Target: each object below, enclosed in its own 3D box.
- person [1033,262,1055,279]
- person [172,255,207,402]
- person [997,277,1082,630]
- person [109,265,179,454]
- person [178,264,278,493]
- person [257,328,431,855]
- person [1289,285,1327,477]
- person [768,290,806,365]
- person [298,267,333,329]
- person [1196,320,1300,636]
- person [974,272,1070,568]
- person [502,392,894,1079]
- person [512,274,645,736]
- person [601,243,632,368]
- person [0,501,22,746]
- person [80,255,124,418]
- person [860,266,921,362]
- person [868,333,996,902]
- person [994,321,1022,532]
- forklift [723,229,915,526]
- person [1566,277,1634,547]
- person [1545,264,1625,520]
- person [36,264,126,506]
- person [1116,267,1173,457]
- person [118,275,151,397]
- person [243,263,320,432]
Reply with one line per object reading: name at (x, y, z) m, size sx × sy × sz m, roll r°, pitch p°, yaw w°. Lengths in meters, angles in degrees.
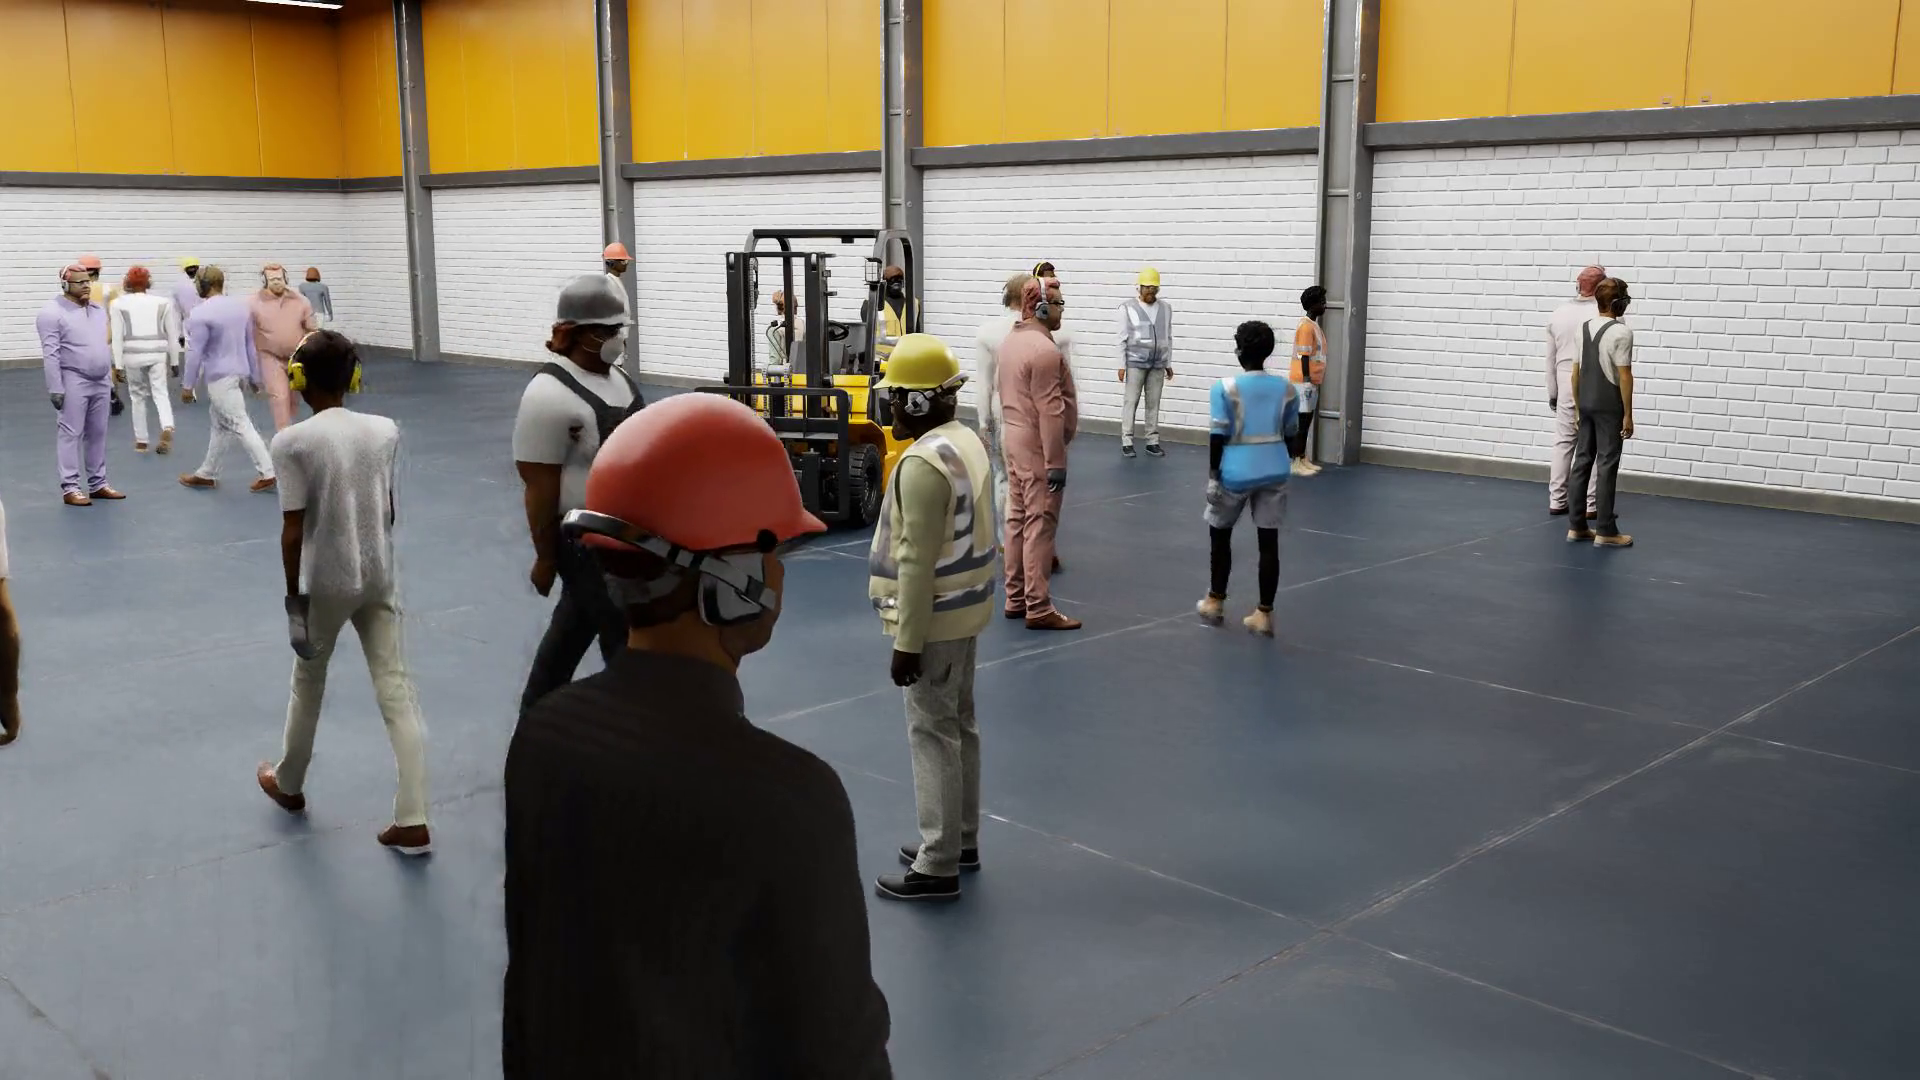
person at (0.825, -1.794, 16.393) m, size 0.326 × 1.871 × 0.520 m, roll 7°, pitch 12°, yaw 33°
person at (-9.749, -2.700, 21.303) m, size 0.607 × 1.880 × 0.823 m, roll 2°, pitch 11°, yaw 11°
person at (0.440, -0.468, 9.061) m, size 0.409 × 1.907 × 0.651 m, roll -4°, pitch 11°, yaw -18°
person at (-7.903, -1.741, 16.182) m, size 0.594 × 1.864 × 0.859 m, roll -7°, pitch 12°, yaw -33°
person at (-6.084, -1.323, 13.776) m, size 1.006 × 1.894 × 0.645 m, roll 2°, pitch 11°, yaw 10°
person at (-2.199, 0.166, 5.871) m, size 1.017 × 1.806 × 0.505 m, roll 9°, pitch 14°, yaw 41°
person at (3.097, -1.413, 14.807) m, size 0.320 × 1.694 × 0.532 m, roll 4°, pitch 11°, yaw 21°
person at (-1.569, -1.451, 15.150) m, size 0.309 × 1.641 × 0.514 m, roll 6°, pitch 12°, yaw 30°
person at (-10.979, -3.844, 28.346) m, size 0.513 × 1.583 × 0.879 m, roll -1°, pitch 10°, yaw -7°
person at (1.539, -0.351, 9.032) m, size 0.556 × 1.670 × 0.706 m, roll -3°, pitch 11°, yaw -15°
person at (0.425, -0.768, 10.744) m, size 0.651 × 1.907 × 0.797 m, roll -1°, pitch 10°, yaw -4°
person at (-0.387, 0.806, 1.997) m, size 0.966 × 1.959 × 0.616 m, roll -8°, pitch 13°, yaw -37°
person at (-1.436, -0.083, 6.597) m, size 1.018 × 2.000 × 0.679 m, roll 2°, pitch 11°, yaw 12°
person at (-3.878, -2.333, 18.858) m, size 0.377 × 2.045 × 0.605 m, roll -1°, pitch 10°, yaw -6°
person at (-2.803, 0.433, 4.389) m, size 0.581 × 1.809 × 0.840 m, roll -8°, pitch 13°, yaw -39°
person at (-10.132, -2.387, 19.549) m, size 0.569 × 1.891 × 0.948 m, roll -3°, pitch 11°, yaw -18°
person at (-0.637, -1.689, 15.900) m, size 0.621 × 1.845 × 0.429 m, roll -5°, pitch 12°, yaw -26°
person at (-0.093, 0.249, 5.389) m, size 0.403 × 1.825 × 0.592 m, roll 2°, pitch 11°, yaw 13°
person at (0.406, -0.620, 10.694) m, size 0.516 × 1.618 × 0.404 m, roll 8°, pitch 13°, yaw 38°
forklift at (-1.050, -1.319, 12.920) m, size 1.214 × 2.155 × 2.313 m, roll 2°, pitch 11°, yaw 13°
person at (4.426, -0.875, 11.446) m, size 0.344 × 1.847 × 0.504 m, roll -5°, pitch 11°, yaw -25°
person at (4.737, -1.109, 12.546) m, size 0.409 × 1.913 × 0.651 m, roll -8°, pitch 13°, yaw -36°
person at (-6.968, -1.235, 13.246) m, size 0.401 × 1.907 × 0.646 m, roll 3°, pitch 11°, yaw 16°
person at (1.797, -1.714, 16.066) m, size 0.600 × 1.827 × 0.403 m, roll -4°, pitch 11°, yaw -20°
person at (-10.760, -2.649, 21.709) m, size 0.532 × 1.623 × 0.497 m, roll 1°, pitch 10°, yaw 8°
person at (-6.369, -1.675, 15.779) m, size 0.952 × 1.860 × 0.662 m, roll 10°, pitch 14°, yaw 43°
